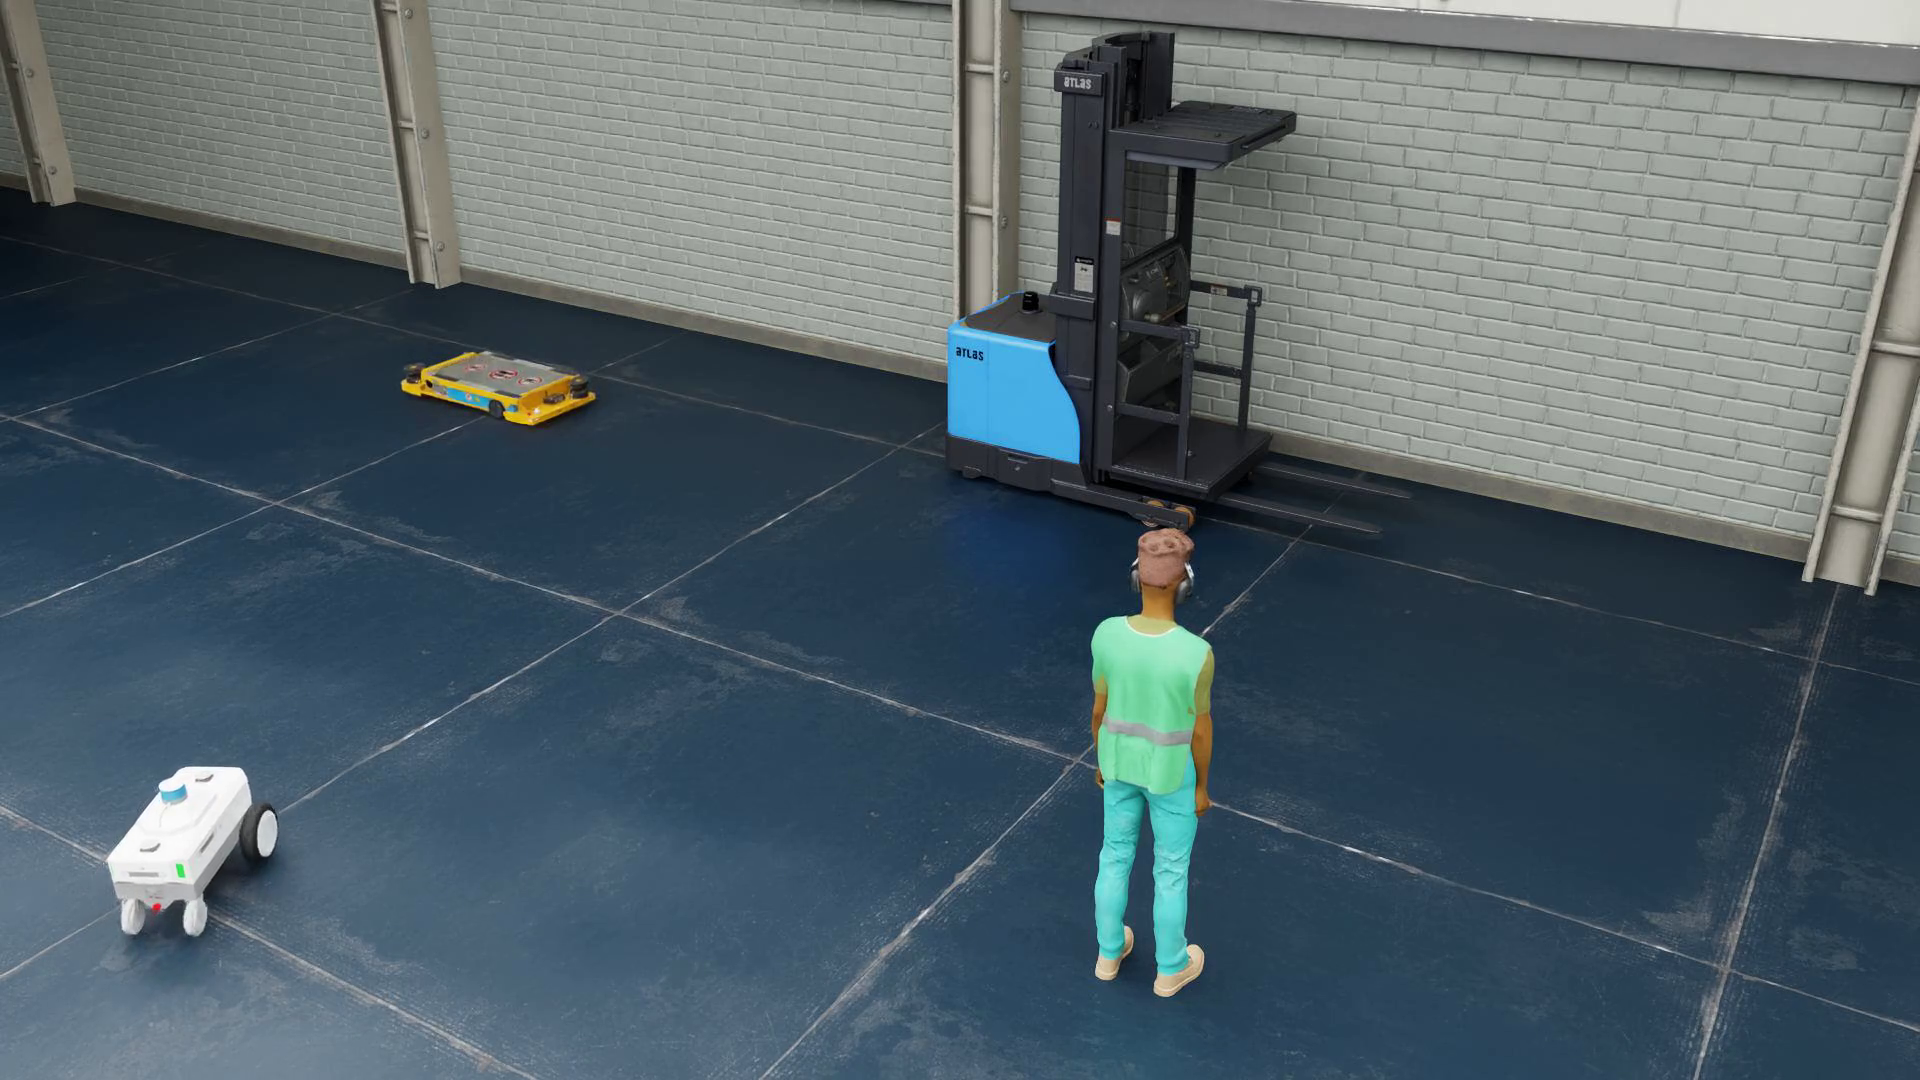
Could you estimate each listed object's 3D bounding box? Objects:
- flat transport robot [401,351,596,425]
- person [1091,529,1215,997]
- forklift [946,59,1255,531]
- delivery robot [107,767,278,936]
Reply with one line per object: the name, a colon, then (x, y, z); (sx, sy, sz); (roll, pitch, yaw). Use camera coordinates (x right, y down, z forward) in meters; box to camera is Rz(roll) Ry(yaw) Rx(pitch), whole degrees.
flat transport robot: (-3.552, -1.182, 12.758); (1.431, 0.231, 0.659); (15, 29, 29)
person: (0.728, 0.883, 6.394); (0.482, 1.980, 0.405); (12, 28, 25)
forklift: (0.933, -1.707, 10.833); (1.873, 2.768, 1.129); (15, 29, 28)
delivery robot: (-3.340, 1.296, 7.198); (0.499, 0.608, 0.793); (1, 25, 1)
